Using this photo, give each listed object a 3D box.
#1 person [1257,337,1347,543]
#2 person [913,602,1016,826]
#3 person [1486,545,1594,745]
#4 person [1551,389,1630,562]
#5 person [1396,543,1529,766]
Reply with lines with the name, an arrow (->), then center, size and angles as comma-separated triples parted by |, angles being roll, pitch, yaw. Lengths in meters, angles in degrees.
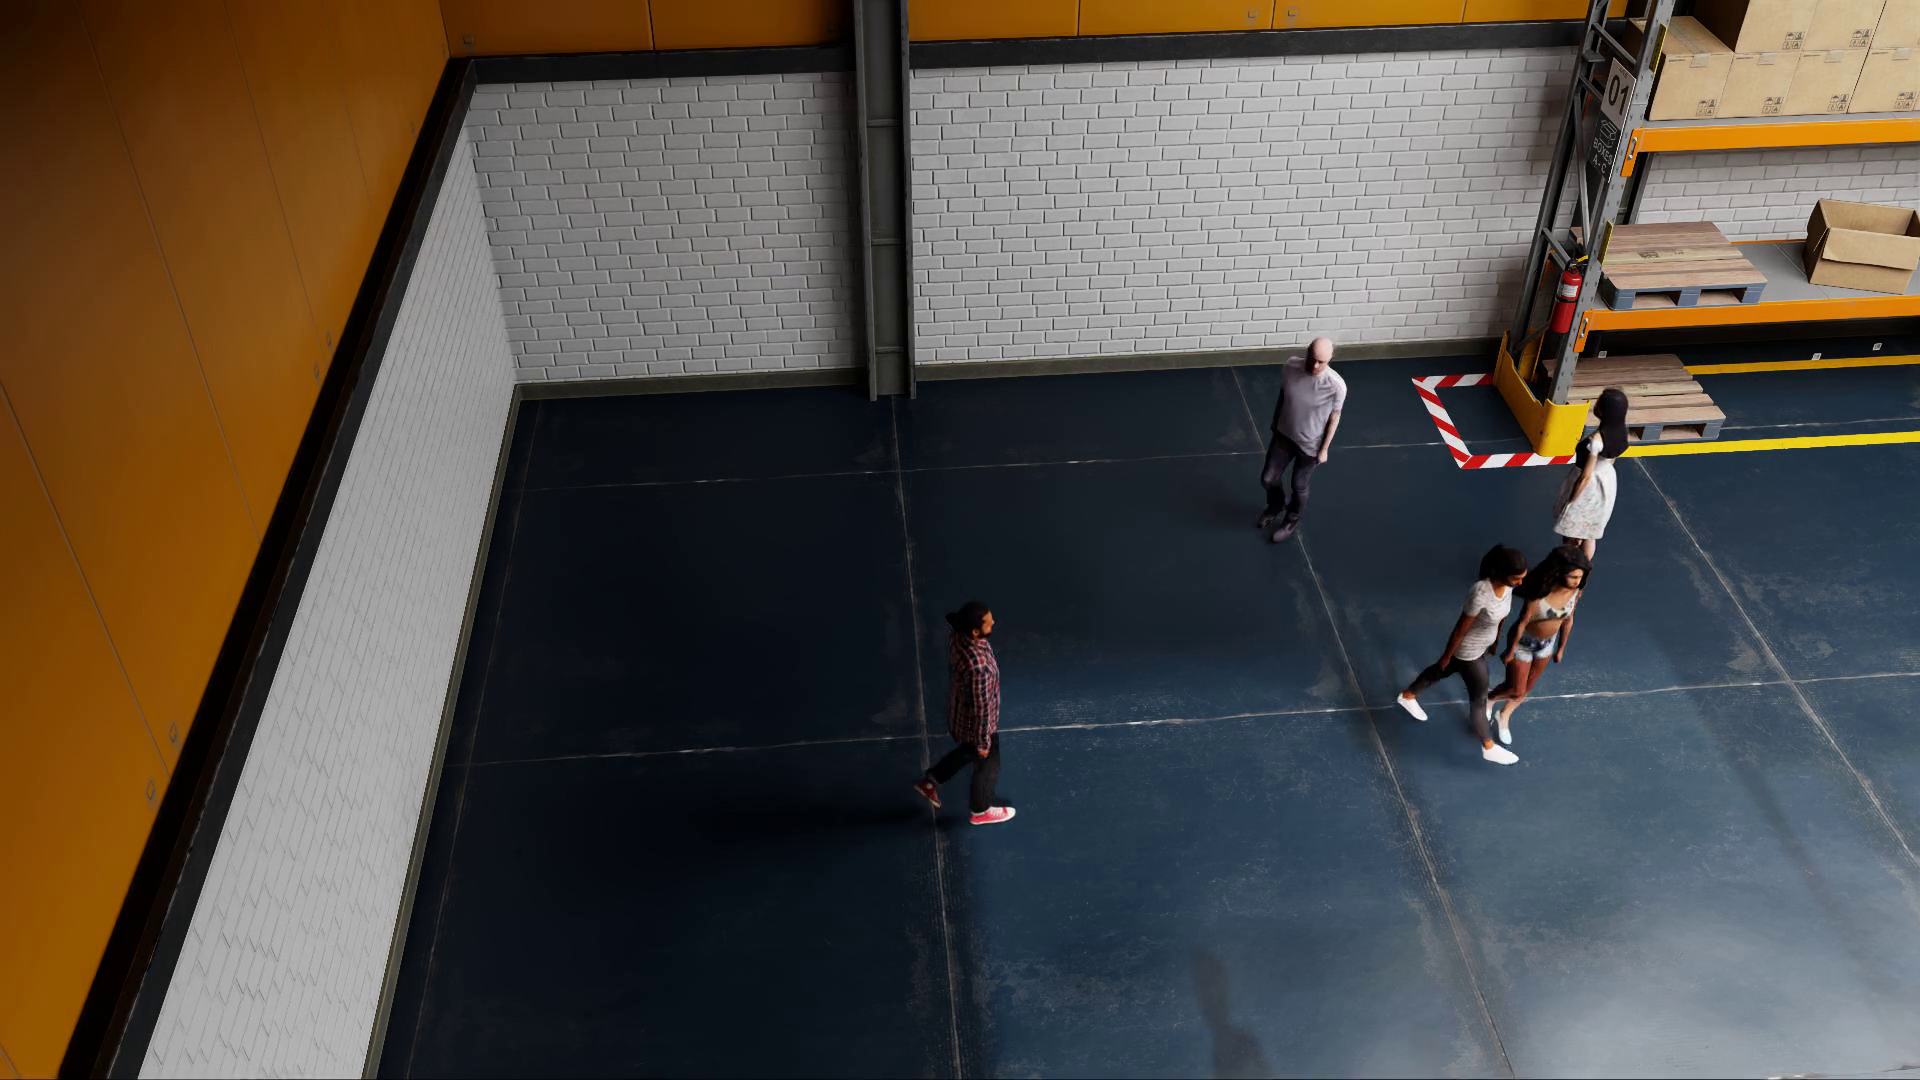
person -> 2.571, -0.779, 12.245 | 0.888, 1.811, 0.831 | -32, 48, -33
person -> 0.017, 1.071, 9.982 | 0.897, 1.745, 0.759 | -8, 39, -10
person -> 3.620, 0.634, 10.647 | 0.634, 1.598, 0.712 | -8, 39, -10
person -> 4.396, -0.298, 11.673 | 0.750, 1.774, 0.832 | -27, 46, -29
person -> 3.186, 0.645, 10.650 | 1.168, 1.576, 1.128 | 32, 48, 33
